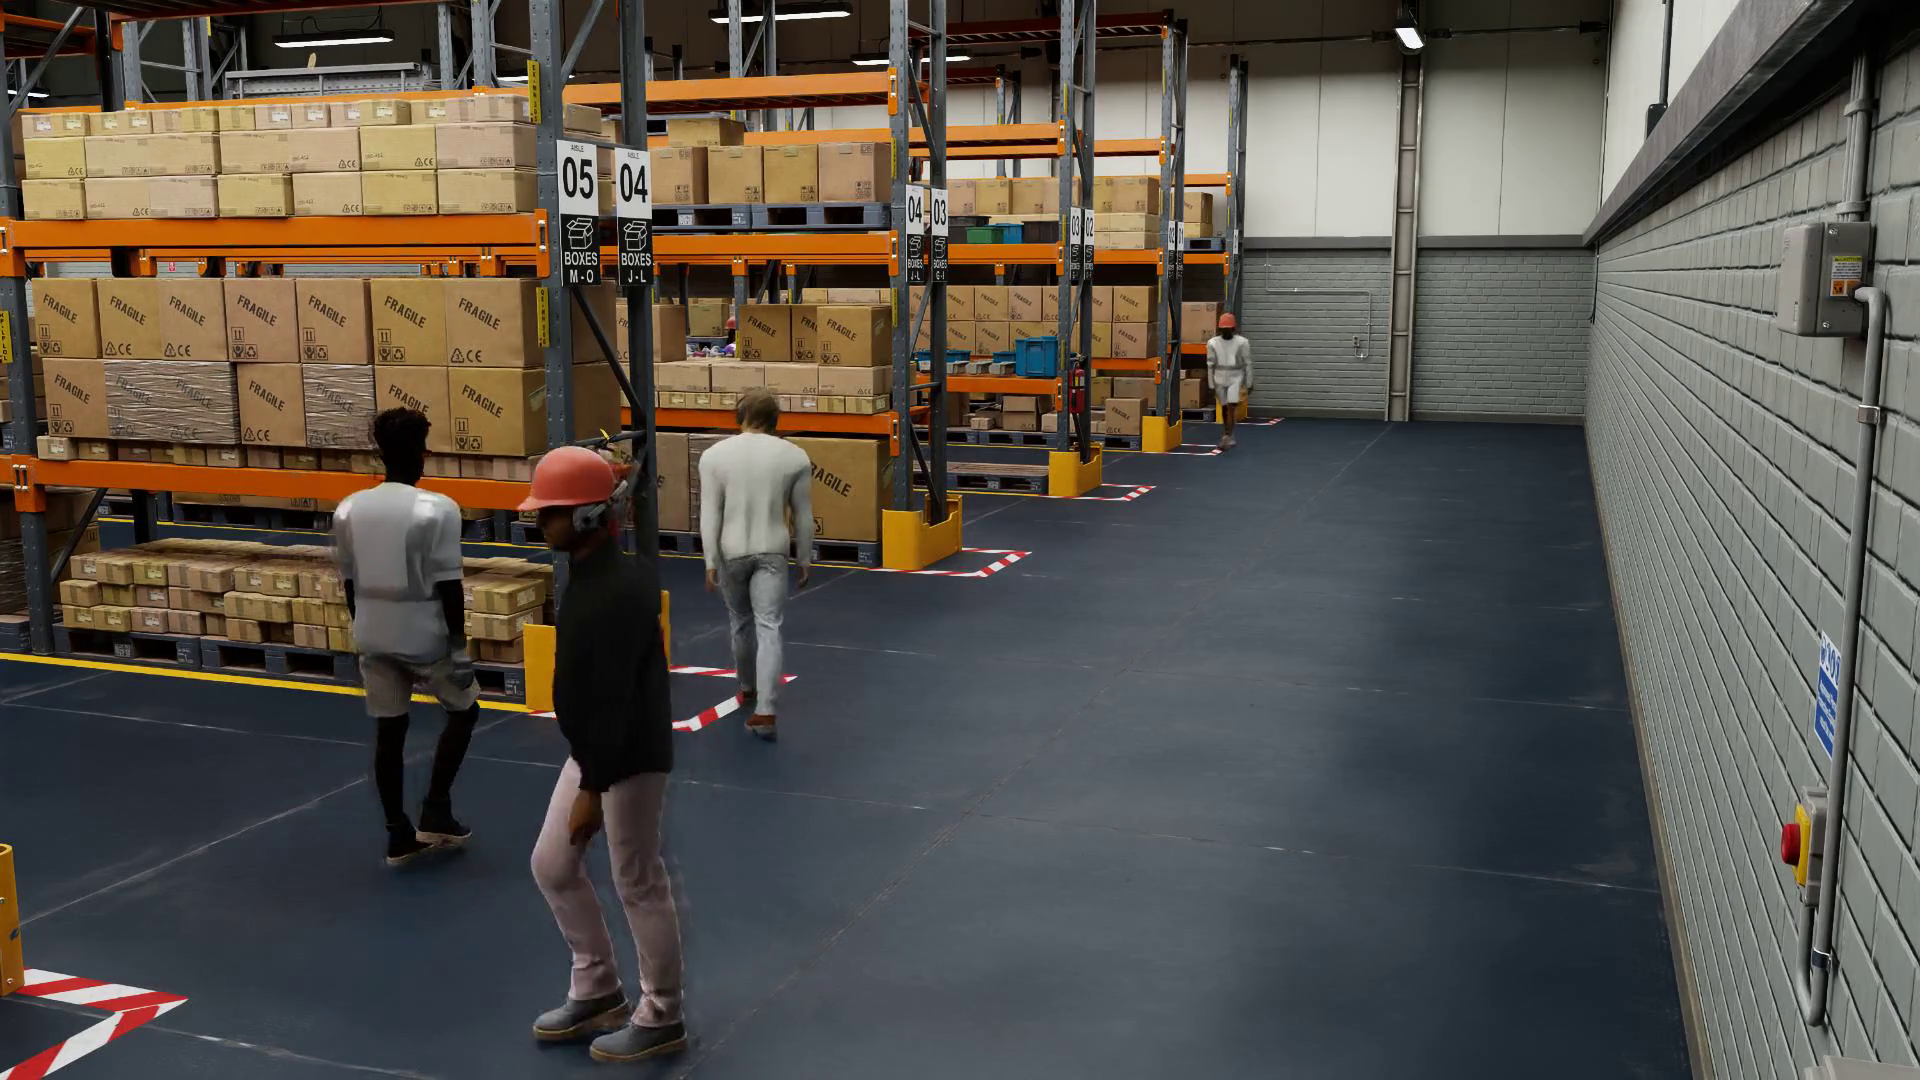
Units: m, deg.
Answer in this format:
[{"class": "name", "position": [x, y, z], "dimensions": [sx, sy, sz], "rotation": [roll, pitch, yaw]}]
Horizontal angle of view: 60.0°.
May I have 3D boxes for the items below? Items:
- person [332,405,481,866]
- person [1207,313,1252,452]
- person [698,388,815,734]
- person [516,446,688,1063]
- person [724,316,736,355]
[{"class": "person", "position": [-2.310, 0.404, 7.069], "dimensions": [0.648, 1.949, 0.486], "rotation": [3, 10, 17]}, {"class": "person", "position": [3.842, -2.258, 23.725], "dimensions": [0.613, 1.971, 1.094], "rotation": [3, 10, 19]}, {"class": "person", "position": [-1.126, 0.100, 9.259], "dimensions": [0.638, 1.868, 1.100], "rotation": [-1, 9, -7]}, {"class": "person", "position": [-1.152, 0.692, 5.210], "dimensions": [0.607, 1.970, 0.633], "rotation": [-5, 10, -27]}, {"class": "person", "position": [-2.966, -2.002, 22.133], "dimensions": [0.360, 1.939, 0.543], "rotation": [5, 10, 29]}]
